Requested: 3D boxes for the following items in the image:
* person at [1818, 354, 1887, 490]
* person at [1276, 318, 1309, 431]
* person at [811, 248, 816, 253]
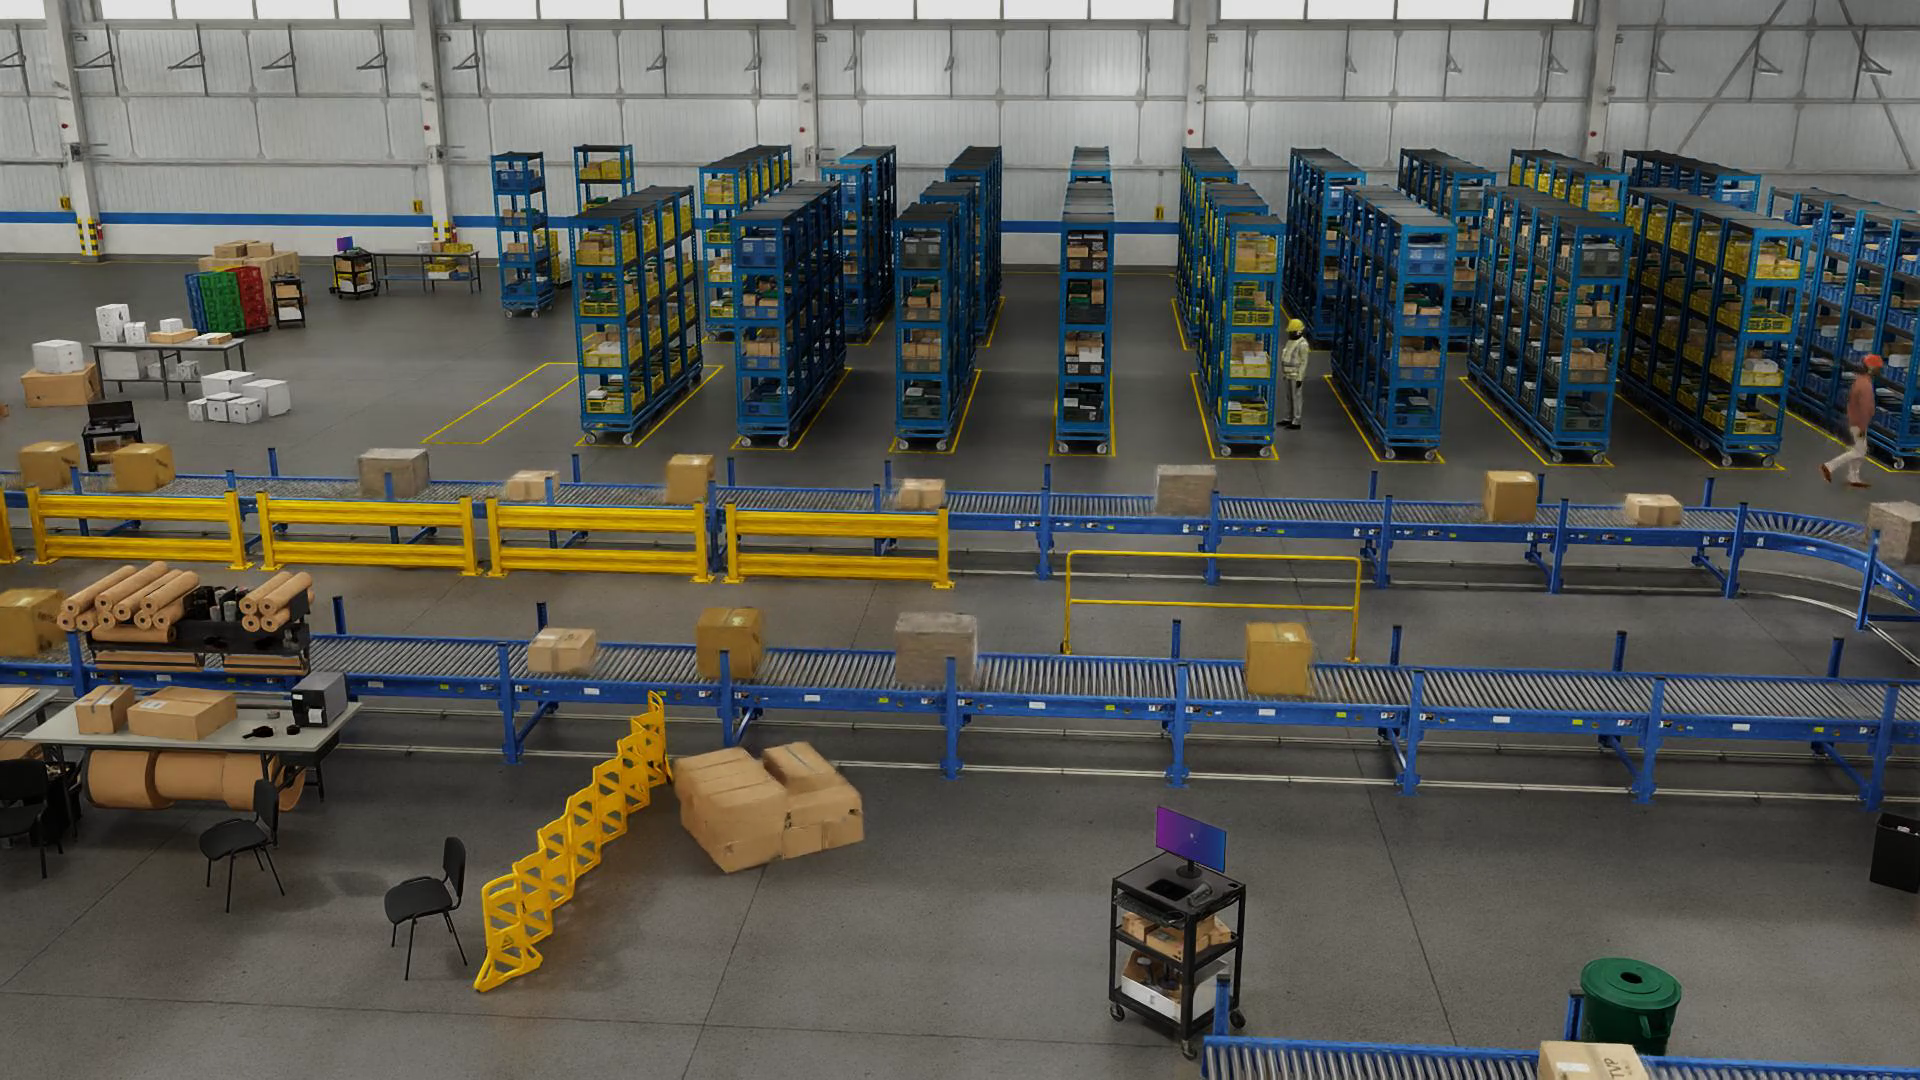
[{"bbox_3d":[12.723,-1.677,23.648,0.617,1.973,0.634,7,19,22],"label":"person"},{"bbox_3d":[5.438,-2.708,27.147,0.403,1.837,0.591,-5,18,-15],"label":"person"},{"bbox_3d":[-3.496,-6.721,39.866,0.377,1.842,0.570,-2,18,-6],"label":"person"}]
